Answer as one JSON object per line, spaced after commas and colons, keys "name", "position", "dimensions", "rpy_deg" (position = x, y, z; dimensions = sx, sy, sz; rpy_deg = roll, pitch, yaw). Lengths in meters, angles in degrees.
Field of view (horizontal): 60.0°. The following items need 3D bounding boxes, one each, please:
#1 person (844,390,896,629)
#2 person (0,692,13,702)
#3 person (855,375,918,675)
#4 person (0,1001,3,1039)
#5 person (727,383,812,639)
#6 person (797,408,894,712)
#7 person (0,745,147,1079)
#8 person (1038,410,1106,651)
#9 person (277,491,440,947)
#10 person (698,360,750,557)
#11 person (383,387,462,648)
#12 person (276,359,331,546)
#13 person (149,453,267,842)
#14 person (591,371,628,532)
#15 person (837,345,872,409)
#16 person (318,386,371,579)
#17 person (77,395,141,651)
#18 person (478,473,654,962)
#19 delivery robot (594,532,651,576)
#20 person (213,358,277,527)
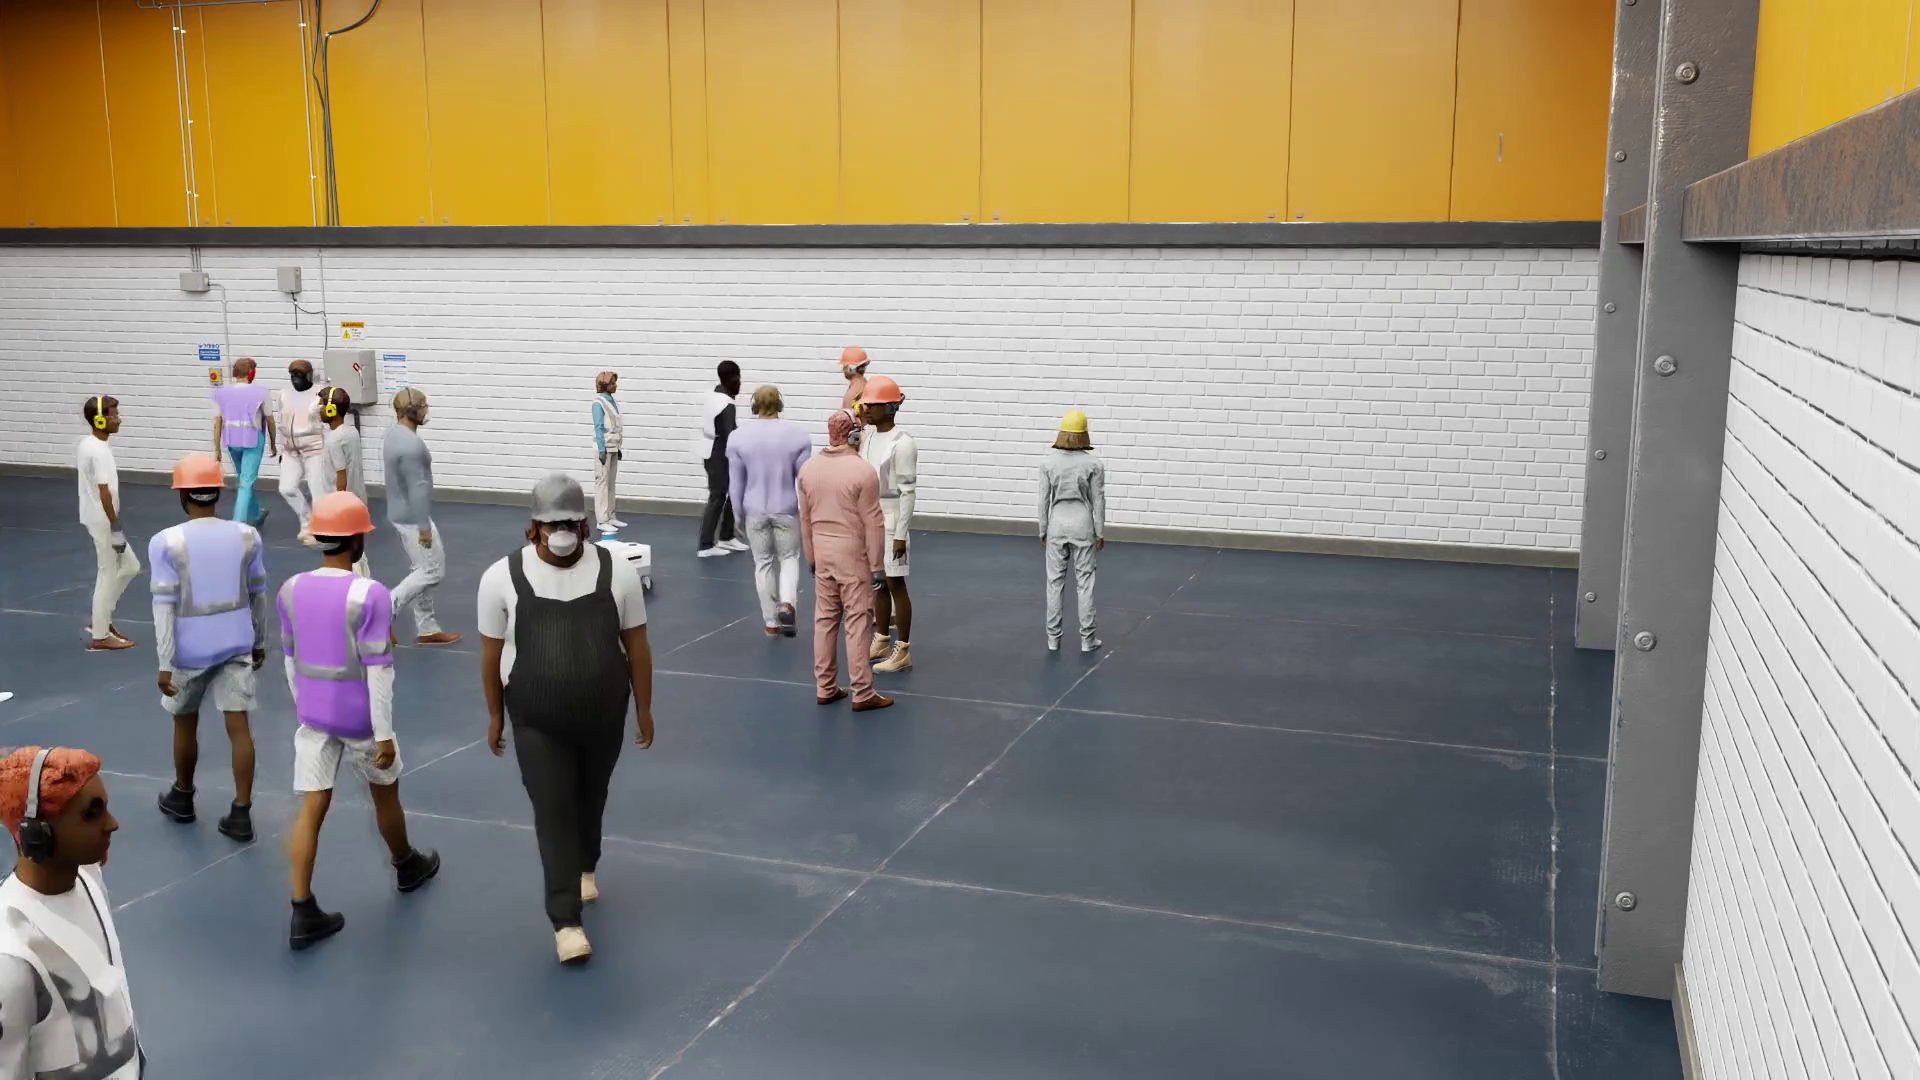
{"name": "person", "position": [-0.661, -0.236, 12.738], "dimensions": [0.486, 1.827, 0.528], "rpy_deg": [6, 12, 32]}
{"name": "person", "position": [-6.385, 0.104, 10.560], "dimensions": [0.592, 1.923, 0.381], "rpy_deg": [4, 11, 21]}
{"name": "person", "position": [-0.529, -0.104, 11.401], "dimensions": [0.373, 2.044, 0.608], "rpy_deg": [-6, 12, -32]}
{"name": "person", "position": [-1.721, 1.520, 2.828], "dimensions": [0.632, 1.840, 0.429], "rpy_deg": [6, 12, 32]}
{"name": "person", "position": [-1.388, -0.188, 12.219], "dimensions": [0.627, 1.920, 0.588], "rpy_deg": [-1, 10, -7]}
{"name": "person", "position": [-0.706, 0.123, 10.503], "dimensions": [0.636, 1.911, 0.404], "rpy_deg": [8, 13, 37]}
{"name": "person", "position": [-2.103, 1.354, 3.760], "dimensions": [0.936, 1.846, 0.575], "rpy_deg": [-3, 11, -17]}
{"name": "person", "position": [0.812, -0.067, 12.033], "dimensions": [0.492, 1.742, 0.320], "rpy_deg": [2, 10, 13]}
{"name": "person", "position": [-2.644, 0.727, 7.176], "dimensions": [0.564, 1.884, 0.980], "rpy_deg": [3, 10, 14]}
{"name": "person", "position": [-2.195, -0.751, 15.558], "dimensions": [0.577, 1.866, 0.692], "rpy_deg": [-2, 10, -11]}
{"name": "person", "position": [-3.955, -0.138, 11.935], "dimensions": [0.594, 1.922, 0.650], "rpy_deg": [-5, 11, -25]}
{"name": "person", "position": [-6.361, -0.847, 16.181], "dimensions": [0.656, 1.829, 0.451], "rpy_deg": [2, 10, 12]}
{"name": "person", "position": [-3.773, 0.513, 8.306], "dimensions": [0.579, 1.903, 0.872], "rpy_deg": [-9, 14, -43]}
{"name": "person", "position": [-3.619, -0.915, 17.095], "dimensions": [0.310, 1.642, 0.514], "rpy_deg": [1, 10, 7]}
{"name": "person", "position": [-0.962, -0.838, 15.672], "dimensions": [0.391, 1.993, 0.616], "rpy_deg": [3, 10, 16]}
{"name": "person", "position": [-4.664, -0.226, 12.573], "dimensions": [0.334, 1.873, 0.517], "rpy_deg": [-1, 10, -5]}
{"name": "person", "position": [-6.152, -0.113, 11.994], "dimensions": [0.429, 1.848, 0.548], "rpy_deg": [-6, 12, -30]}
{"name": "person", "position": [-1.647, 0.668, 7.059], "dimensions": [0.696, 2.000, 1.006], "rpy_deg": [-4, 11, -22]}
{"name": "delivery robot", "position": [-2.899, 0.178, 13.737], "dimensions": [0.477, 0.478, 0.707], "rpy_deg": [8, 13, 37]}
{"name": "person", "position": [-7.205, -0.942, 16.844], "dimensions": [0.556, 1.780, 1.018], "rpy_deg": [1, 10, 3]}
